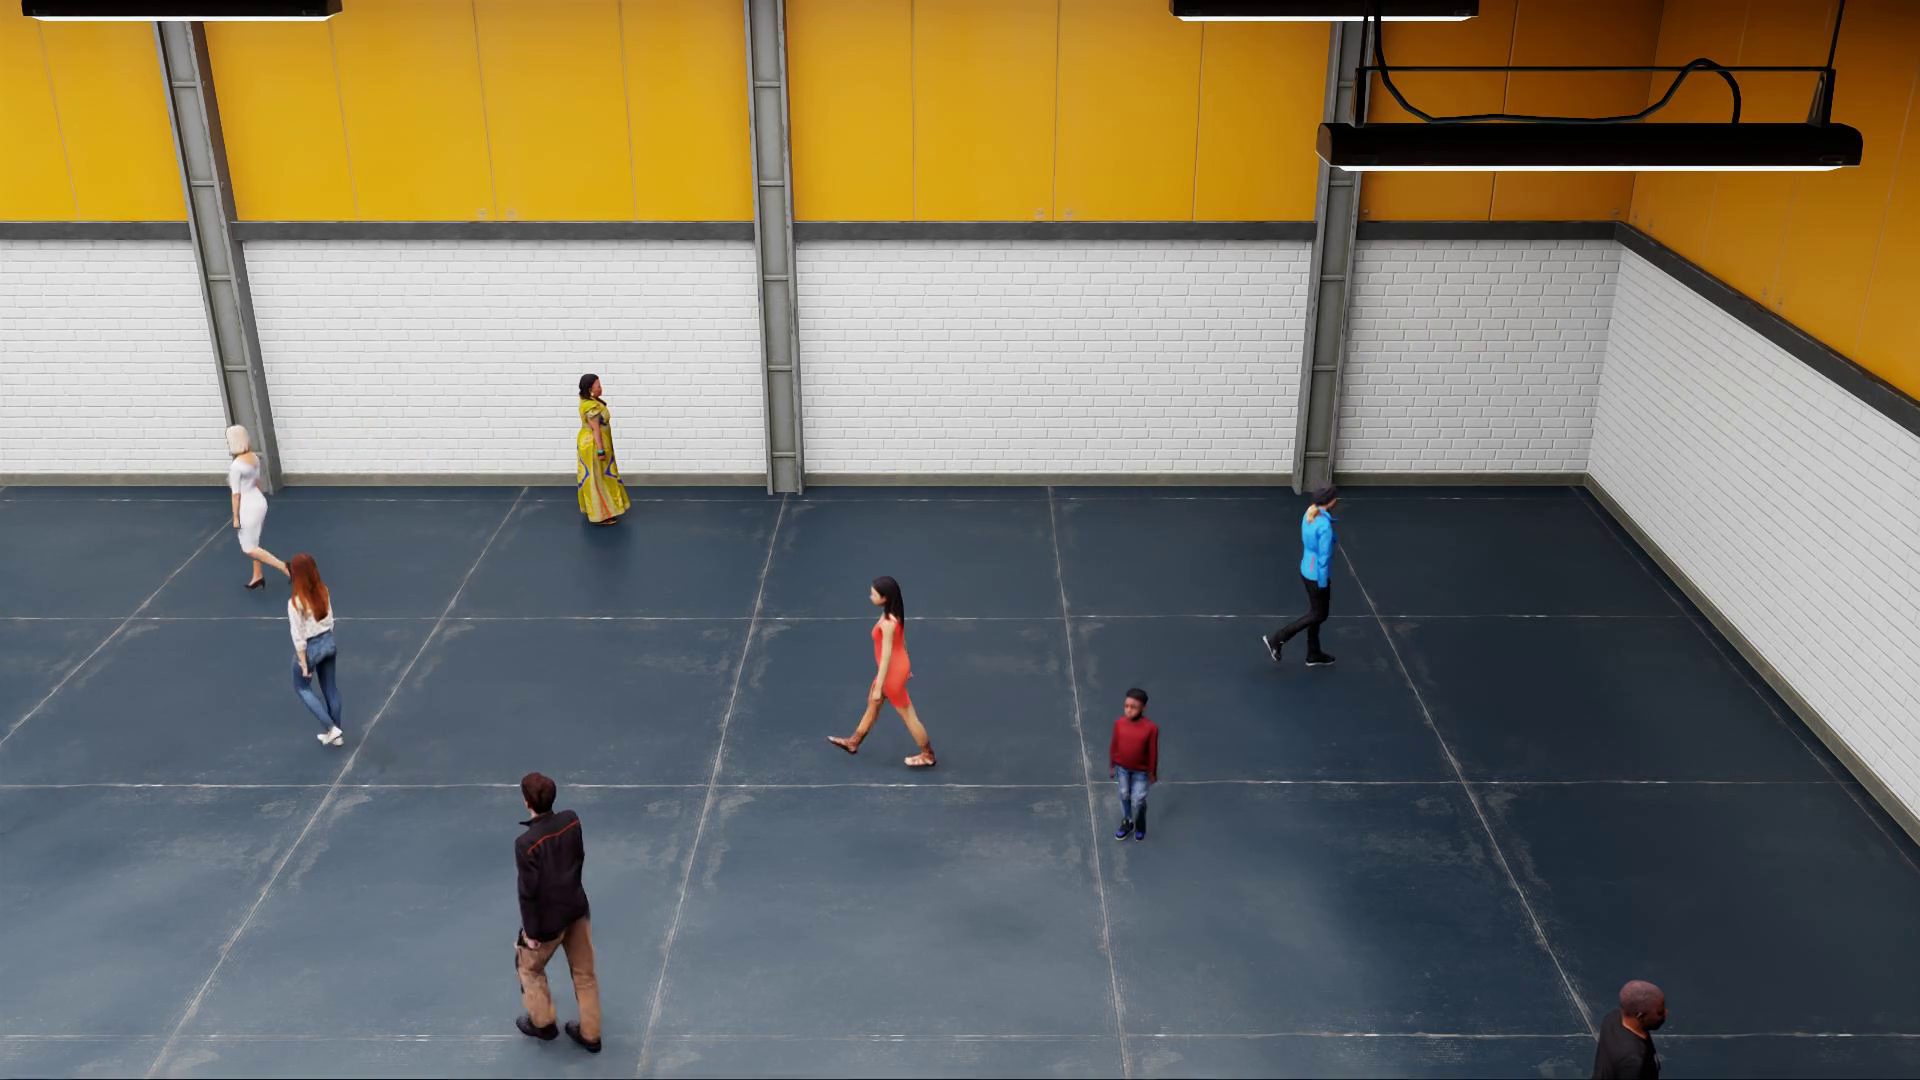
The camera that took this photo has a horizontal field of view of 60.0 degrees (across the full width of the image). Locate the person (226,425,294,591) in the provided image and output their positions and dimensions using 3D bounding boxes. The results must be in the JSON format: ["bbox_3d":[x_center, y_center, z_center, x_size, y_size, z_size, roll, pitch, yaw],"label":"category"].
[{"bbox_3d":[-6.821,-0.266,16.137,0.879,1.733,0.621,2,24,5],"label":"person"}]

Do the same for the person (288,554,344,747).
[{"bbox_3d":[-5.149,0.920,13.442,0.796,1.719,0.735,15,28,30],"label":"person"}]

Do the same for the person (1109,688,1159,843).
[{"bbox_3d":[1.314,1.645,12.372,0.544,1.246,0.642,11,26,24],"label":"person"}]

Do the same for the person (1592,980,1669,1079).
[{"bbox_3d":[3.358,3.010,8.553,0.614,1.804,0.695,3,24,6],"label":"person"}]

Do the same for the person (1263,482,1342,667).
[{"bbox_3d":[3.065,0.334,14.698,0.964,1.786,0.686,-3,24,-7],"label":"person"}]

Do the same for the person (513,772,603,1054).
[{"bbox_3d":[-2.386,2.304,10.042,0.998,1.906,0.937,20,31,38],"label":"person"}]

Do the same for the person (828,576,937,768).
[{"bbox_3d":[-0.437,1.090,13.121,1.119,1.664,0.652,2,24,4],"label":"person"}]

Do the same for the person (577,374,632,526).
[{"bbox_3d":[-3.926,-0.998,17.902,0.936,1.660,0.966,-9,25,-19],"label":"person"}]
